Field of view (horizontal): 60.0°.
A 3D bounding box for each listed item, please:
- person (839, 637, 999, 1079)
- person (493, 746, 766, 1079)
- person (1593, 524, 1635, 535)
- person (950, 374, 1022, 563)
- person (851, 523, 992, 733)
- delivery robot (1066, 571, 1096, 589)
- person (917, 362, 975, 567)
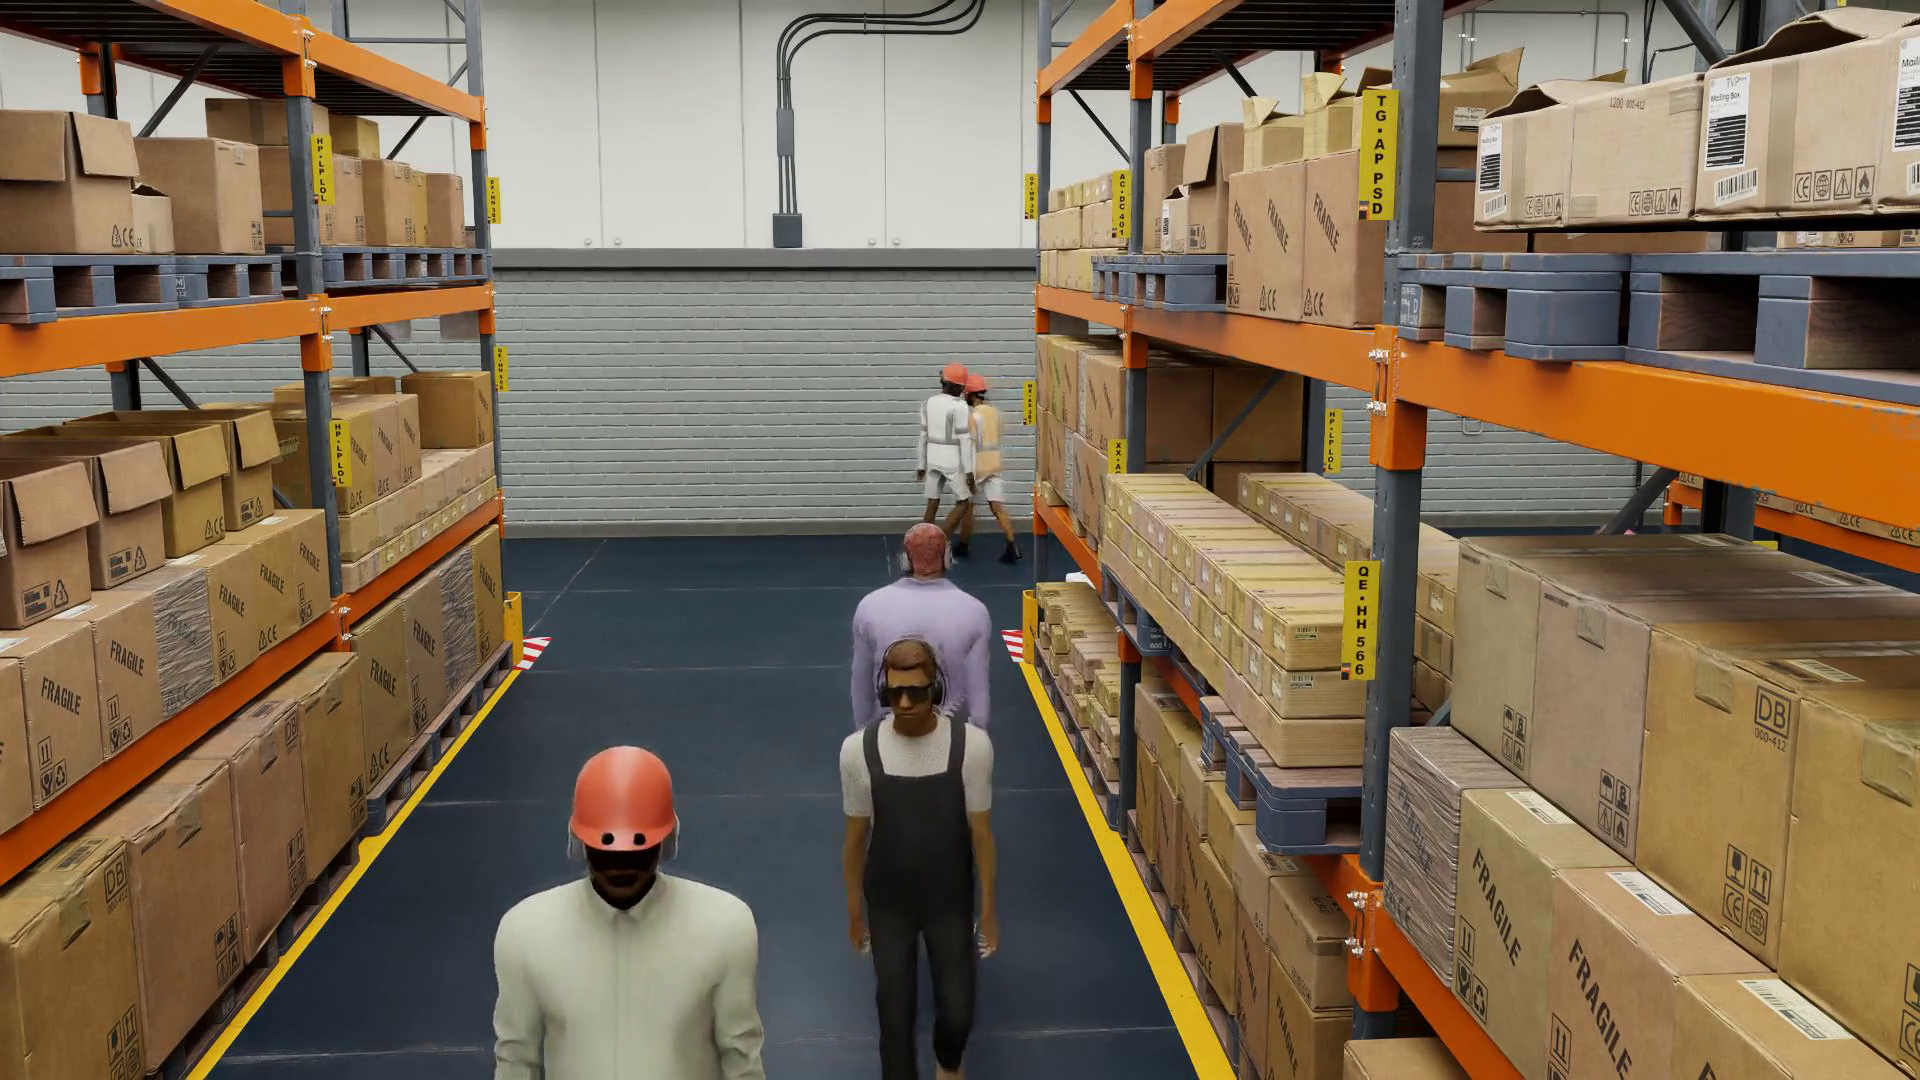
[{"bbox_3d":[-0.131,1.191,5.558,0.527,1.827,0.531,0,10,0],"label":"person"},{"bbox_3d":[-0.771,1.400,3.925,0.627,1.969,0.790,-1,10,-7],"label":"person"},{"bbox_3d":[2.778,0.892,7.094,0.552,1.913,0.822,-1,10,-6],"label":"person"},{"bbox_3d":[0.235,-0.710,16.620,0.556,1.894,0.927,-9,13,-43],"label":"person"},{"bbox_3d":[-0.187,0.862,7.416,0.648,1.868,0.950,1,10,6],"label":"person"},{"bbox_3d":[1.179,0.412,13.611,0.477,0.478,0.707,-6,11,-33],"label":"delivery robot"},{"bbox_3d":[-0.143,-0.736,16.346,0.672,2.023,0.474,9,13,43],"label":"person"}]
